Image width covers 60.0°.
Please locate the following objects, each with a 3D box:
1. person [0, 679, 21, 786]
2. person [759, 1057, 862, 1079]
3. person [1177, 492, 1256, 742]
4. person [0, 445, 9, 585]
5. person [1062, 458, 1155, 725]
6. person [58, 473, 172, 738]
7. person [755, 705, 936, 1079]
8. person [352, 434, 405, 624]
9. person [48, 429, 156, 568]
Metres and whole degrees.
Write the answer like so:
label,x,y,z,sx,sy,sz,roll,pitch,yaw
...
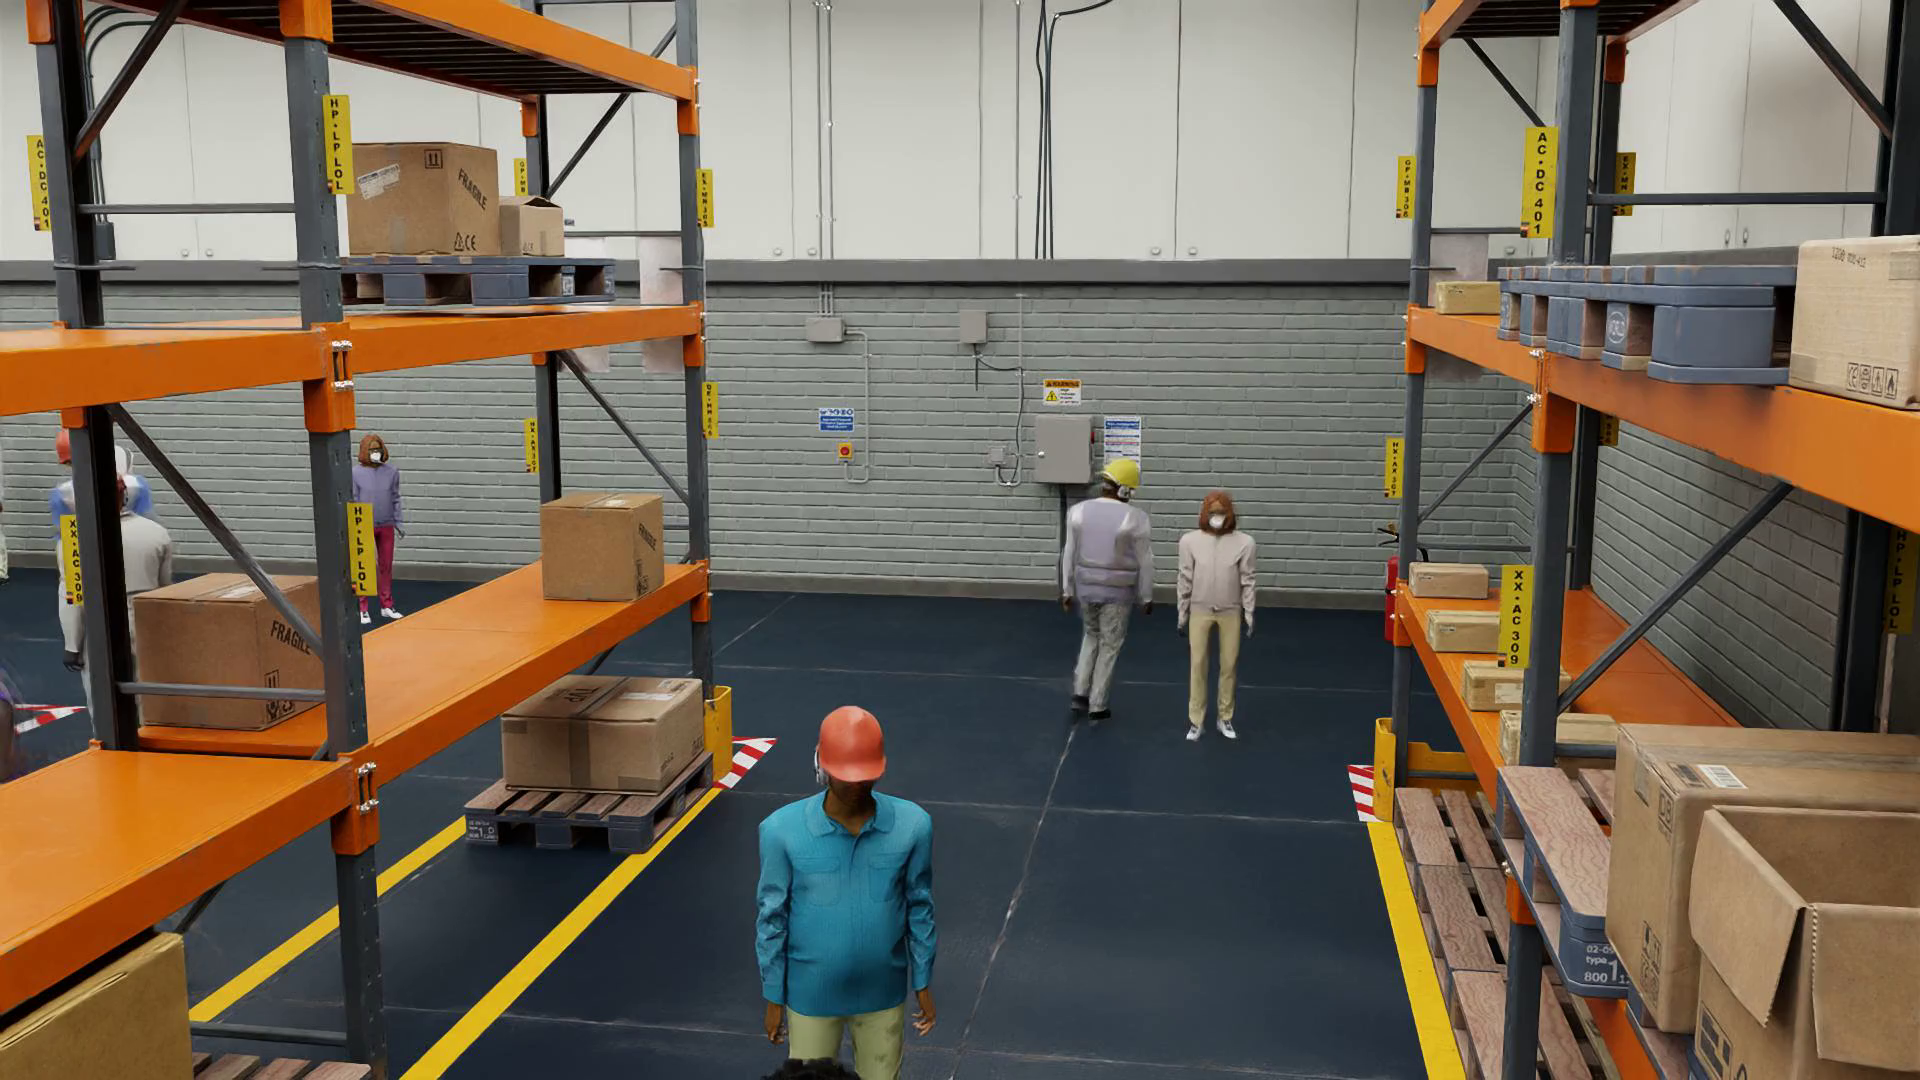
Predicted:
label,x,y,z,sx,sy,sz,roll,pitch,yaw
person,-3.897,1.110,6.369,0.679,1.808,0.540,8,12,39
person,-0.272,1.721,2.937,0.319,1.698,0.532,3,10,19
person,1.653,0.501,10.730,0.509,1.626,0.468,1,9,8
person,-9.436,-0.413,15.970,0.573,1.741,0.355,3,10,20
person,1.005,0.347,11.140,0.613,1.791,0.475,5,11,30
person,-4.860,0.544,9.596,0.395,1.897,0.650,6,11,32
person,-0.337,1.350,5.064,0.561,1.748,0.332,-3,10,-15
person,-5.051,-0.102,14.378,0.274,1.632,0.503,9,13,44
person,-5.725,0.230,11.248,0.692,1.992,0.568,-6,11,-32
